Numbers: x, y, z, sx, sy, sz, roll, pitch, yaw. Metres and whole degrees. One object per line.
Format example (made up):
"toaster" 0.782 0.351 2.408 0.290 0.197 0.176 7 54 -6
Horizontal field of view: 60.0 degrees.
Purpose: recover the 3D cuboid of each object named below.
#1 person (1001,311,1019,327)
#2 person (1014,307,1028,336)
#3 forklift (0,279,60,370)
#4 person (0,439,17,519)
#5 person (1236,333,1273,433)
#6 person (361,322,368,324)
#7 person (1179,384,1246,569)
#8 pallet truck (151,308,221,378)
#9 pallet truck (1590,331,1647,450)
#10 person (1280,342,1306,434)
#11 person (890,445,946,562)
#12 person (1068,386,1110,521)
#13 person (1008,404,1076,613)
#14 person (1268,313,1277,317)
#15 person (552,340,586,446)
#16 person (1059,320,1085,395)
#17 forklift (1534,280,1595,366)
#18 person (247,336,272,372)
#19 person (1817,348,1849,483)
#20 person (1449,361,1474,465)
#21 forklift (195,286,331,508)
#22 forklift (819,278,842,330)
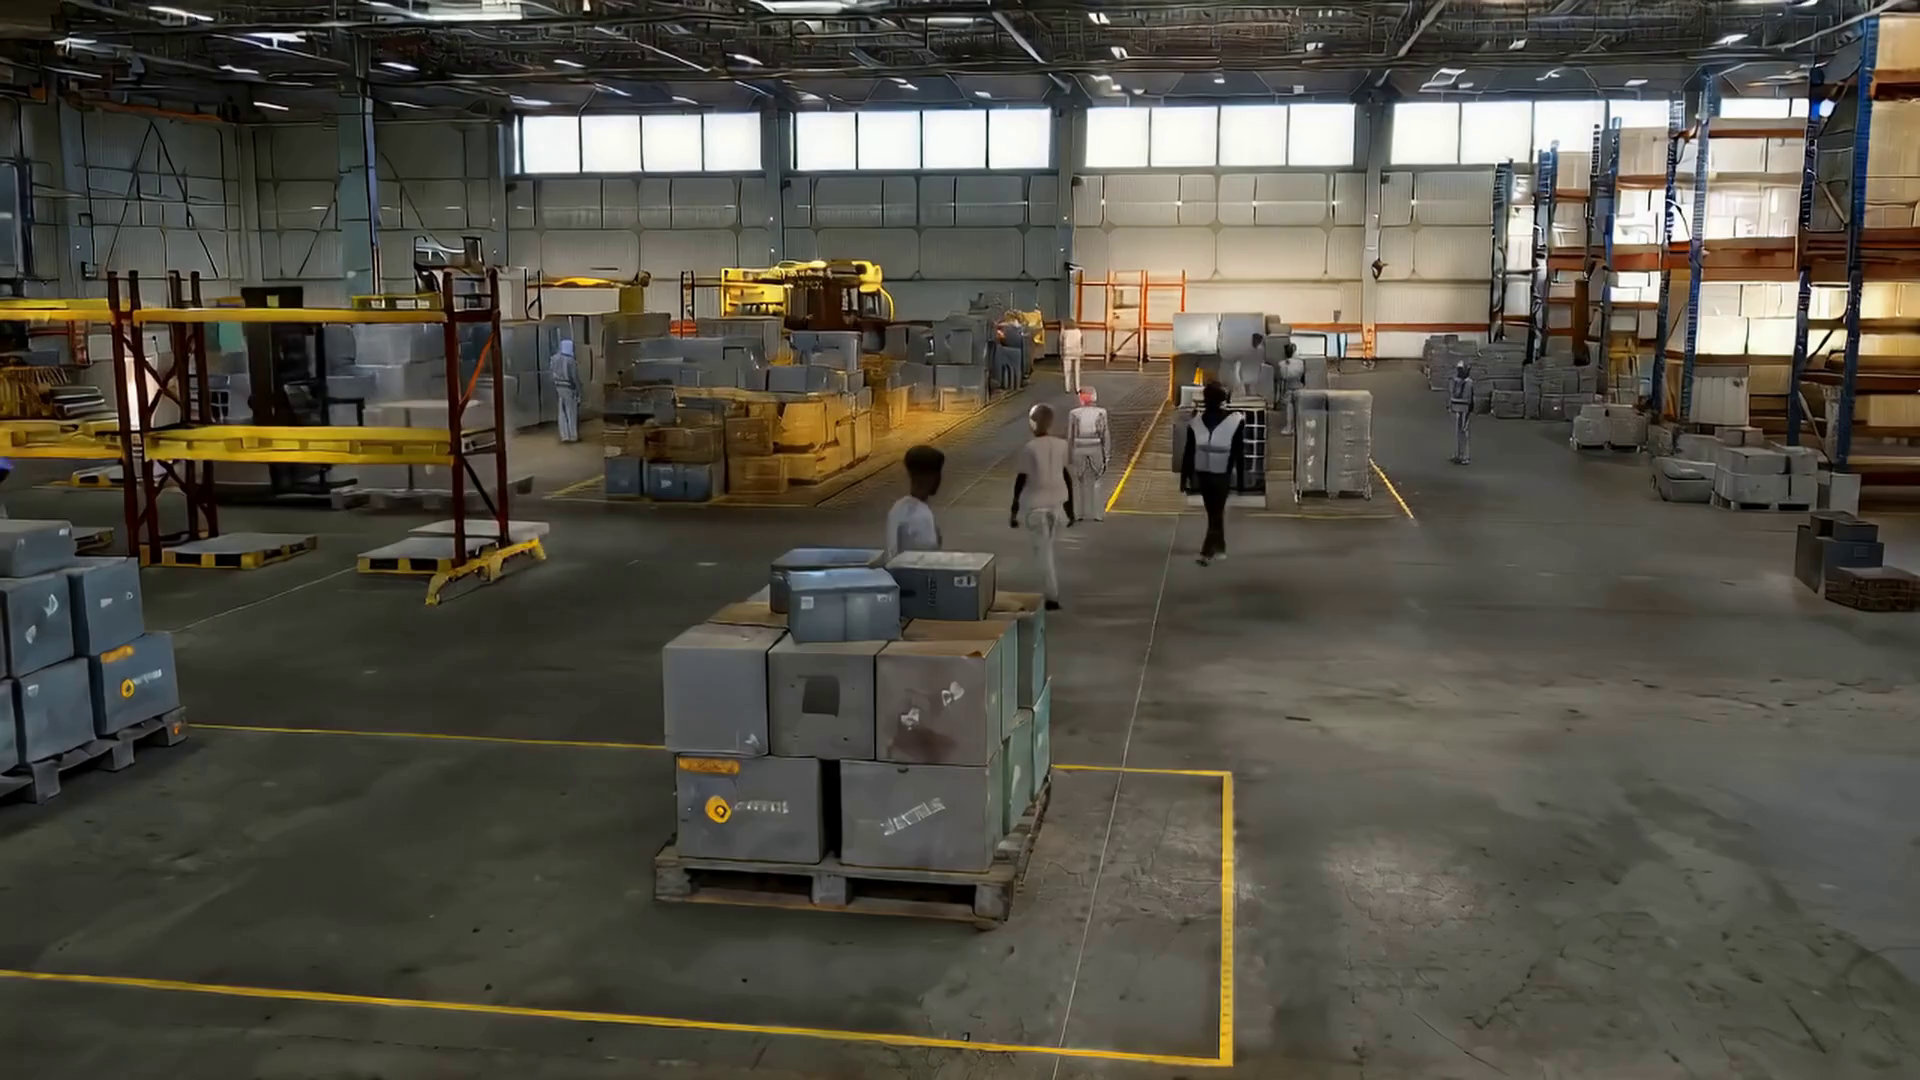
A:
"person" 1.339 -5.431 46.418 0.645 1.908 0.903 -6 11 -31
"person" 1.641 -5.546 46.845 0.608 1.995 0.377 7 11 36
"forklift" -22.592 -4.798 39.505 1.873 2.768 1.129 1 9 9
"person" -6.657 0.233 11.492 0.596 1.902 0.636 7 12 39
"person" 5.435 -2.956 31.270 0.641 1.889 1.013 -8 12 -39
"person" -15.581 -4.868 43.607 0.538 1.682 0.433 -6 11 -34
"person" 2.543 -0.649 17.001 0.625 1.867 0.971 6 11 34
"pallet truck" -21.869 -5.598 47.154 0.823 1.965 1.885 4 10 26
"pallet truck" 11.253 -2.573 28.499 0.823 1.965 1.885 5 10 27
"person" 6.195 -2.829 30.998 0.533 1.697 0.322 -4 10 -24
"person" -0.338 0.355 10.633 0.769 1.942 0.624 -2 9 -12
"person" 1.566 -1.042 20.151 0.514 1.642 0.310 3 10 16
"person" 0.687 -0.294 14.906 0.575 1.840 0.768 -6 11 -31
"person" 8.378 -5.250 45.338 0.554 1.898 0.762 -4 10 -23
"person" -6.796 -2.553 28.876 0.622 1.839 0.429 8 12 41
"person" 2.716 -4.442 40.508 0.624 1.845 0.430 -2 9 -11
"forklift" 13.996 -4.463 37.442 1.873 2.768 1.129 1 9 9
"person" -15.037 -3.728 35.864 0.633 1.922 0.640 0 9 1
"person" 12.493 -1.775 23.759 0.360 1.938 0.545 2 9 10
"person" 7.859 -1.985 26.003 0.317 1.631 0.522 -1 9 -4
"forklift" -8.791 -1.870 21.448 1.873 2.768 1.129 1 9 9
"forklift" -3.270 -5.243 42.251 1.873 2.768 1.129 1 9 9
